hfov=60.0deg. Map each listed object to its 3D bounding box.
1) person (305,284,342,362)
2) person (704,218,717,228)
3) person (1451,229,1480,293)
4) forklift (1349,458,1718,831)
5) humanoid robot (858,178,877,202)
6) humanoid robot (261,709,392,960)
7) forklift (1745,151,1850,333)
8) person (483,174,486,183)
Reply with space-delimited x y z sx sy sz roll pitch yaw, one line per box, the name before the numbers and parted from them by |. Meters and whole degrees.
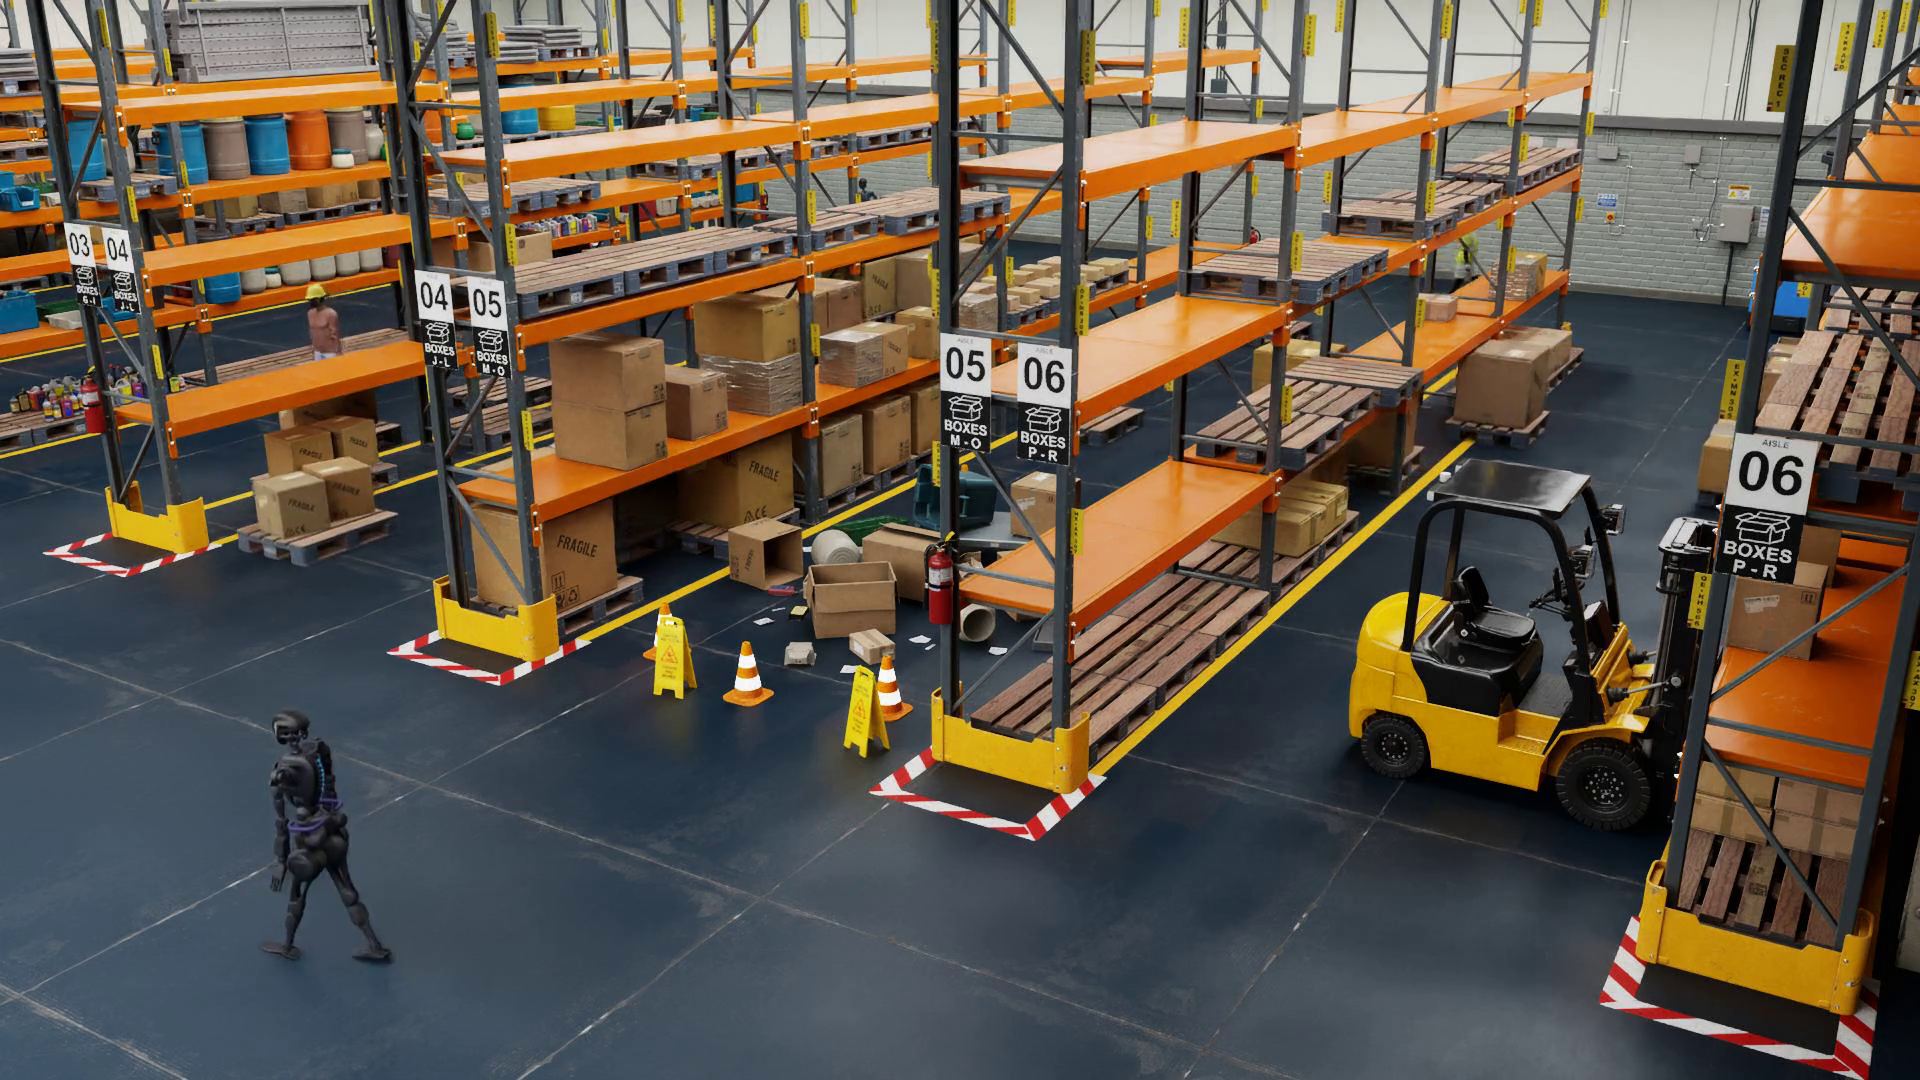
person | -8.112 -2.430 21.368 0.534 1.748 0.477 9 21 25
person | -5.235 -7.064 34.868 0.489 1.688 0.350 -6 20 -17
person | 8.638 -4.659 27.940 0.768 1.664 0.542 15 24 37
forklift | 3.988 0.658 11.776 2.313 2.155 1.214 11 22 29
humanoid robot | -1.865 -6.301 32.751 0.610 1.627 0.780 -10 21 -26
humanoid robot | -3.750 1.708 9.592 0.788 1.621 0.598 4 20 12
forklift | 13.620 -4.667 26.137 1.873 2.768 1.129 11 22 29
person | -10.385 -7.727 36.610 0.329 1.801 0.536 7 20 20
